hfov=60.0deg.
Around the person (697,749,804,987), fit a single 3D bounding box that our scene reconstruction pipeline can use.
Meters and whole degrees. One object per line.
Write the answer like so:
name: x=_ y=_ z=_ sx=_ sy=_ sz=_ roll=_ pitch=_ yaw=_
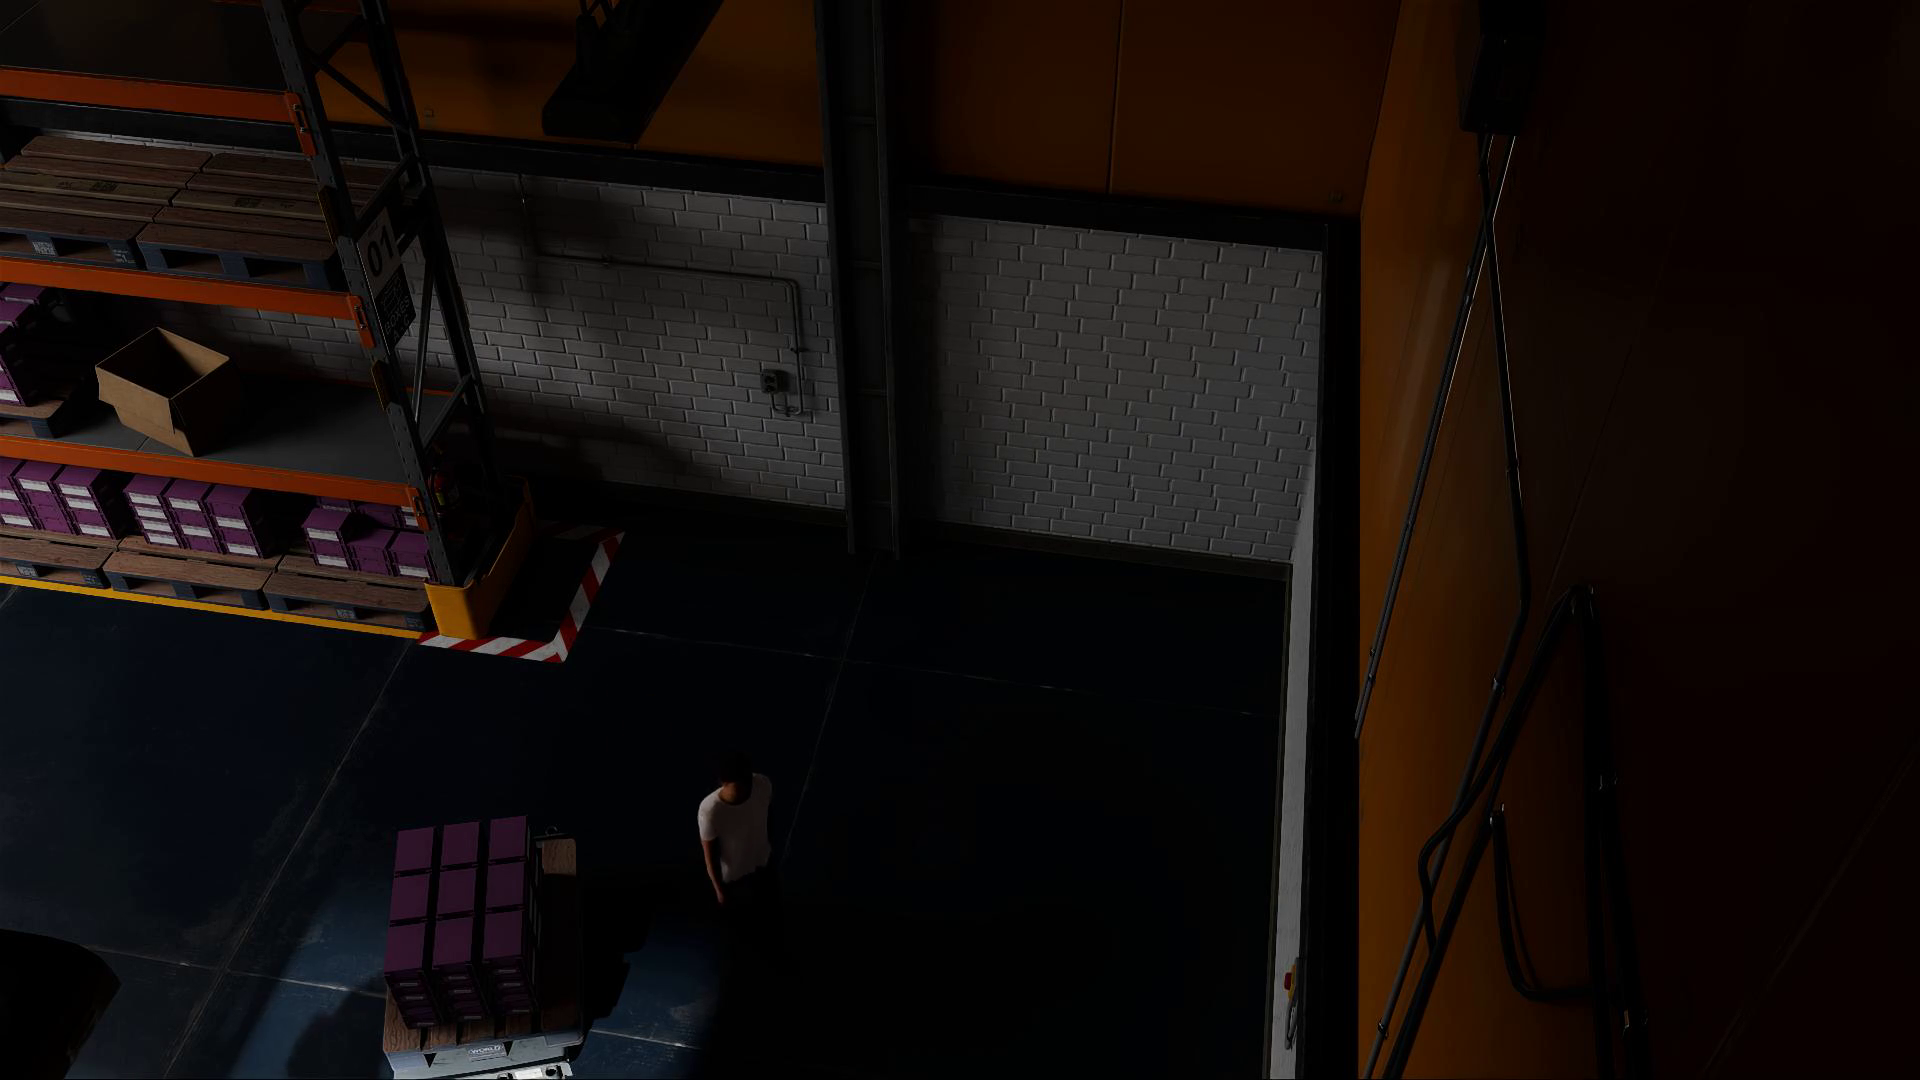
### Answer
person: x=-1.272 y=1.710 z=9.266 sx=1.101 sy=1.684 sz=1.125 roll=-23 pitch=48 yaw=-23
